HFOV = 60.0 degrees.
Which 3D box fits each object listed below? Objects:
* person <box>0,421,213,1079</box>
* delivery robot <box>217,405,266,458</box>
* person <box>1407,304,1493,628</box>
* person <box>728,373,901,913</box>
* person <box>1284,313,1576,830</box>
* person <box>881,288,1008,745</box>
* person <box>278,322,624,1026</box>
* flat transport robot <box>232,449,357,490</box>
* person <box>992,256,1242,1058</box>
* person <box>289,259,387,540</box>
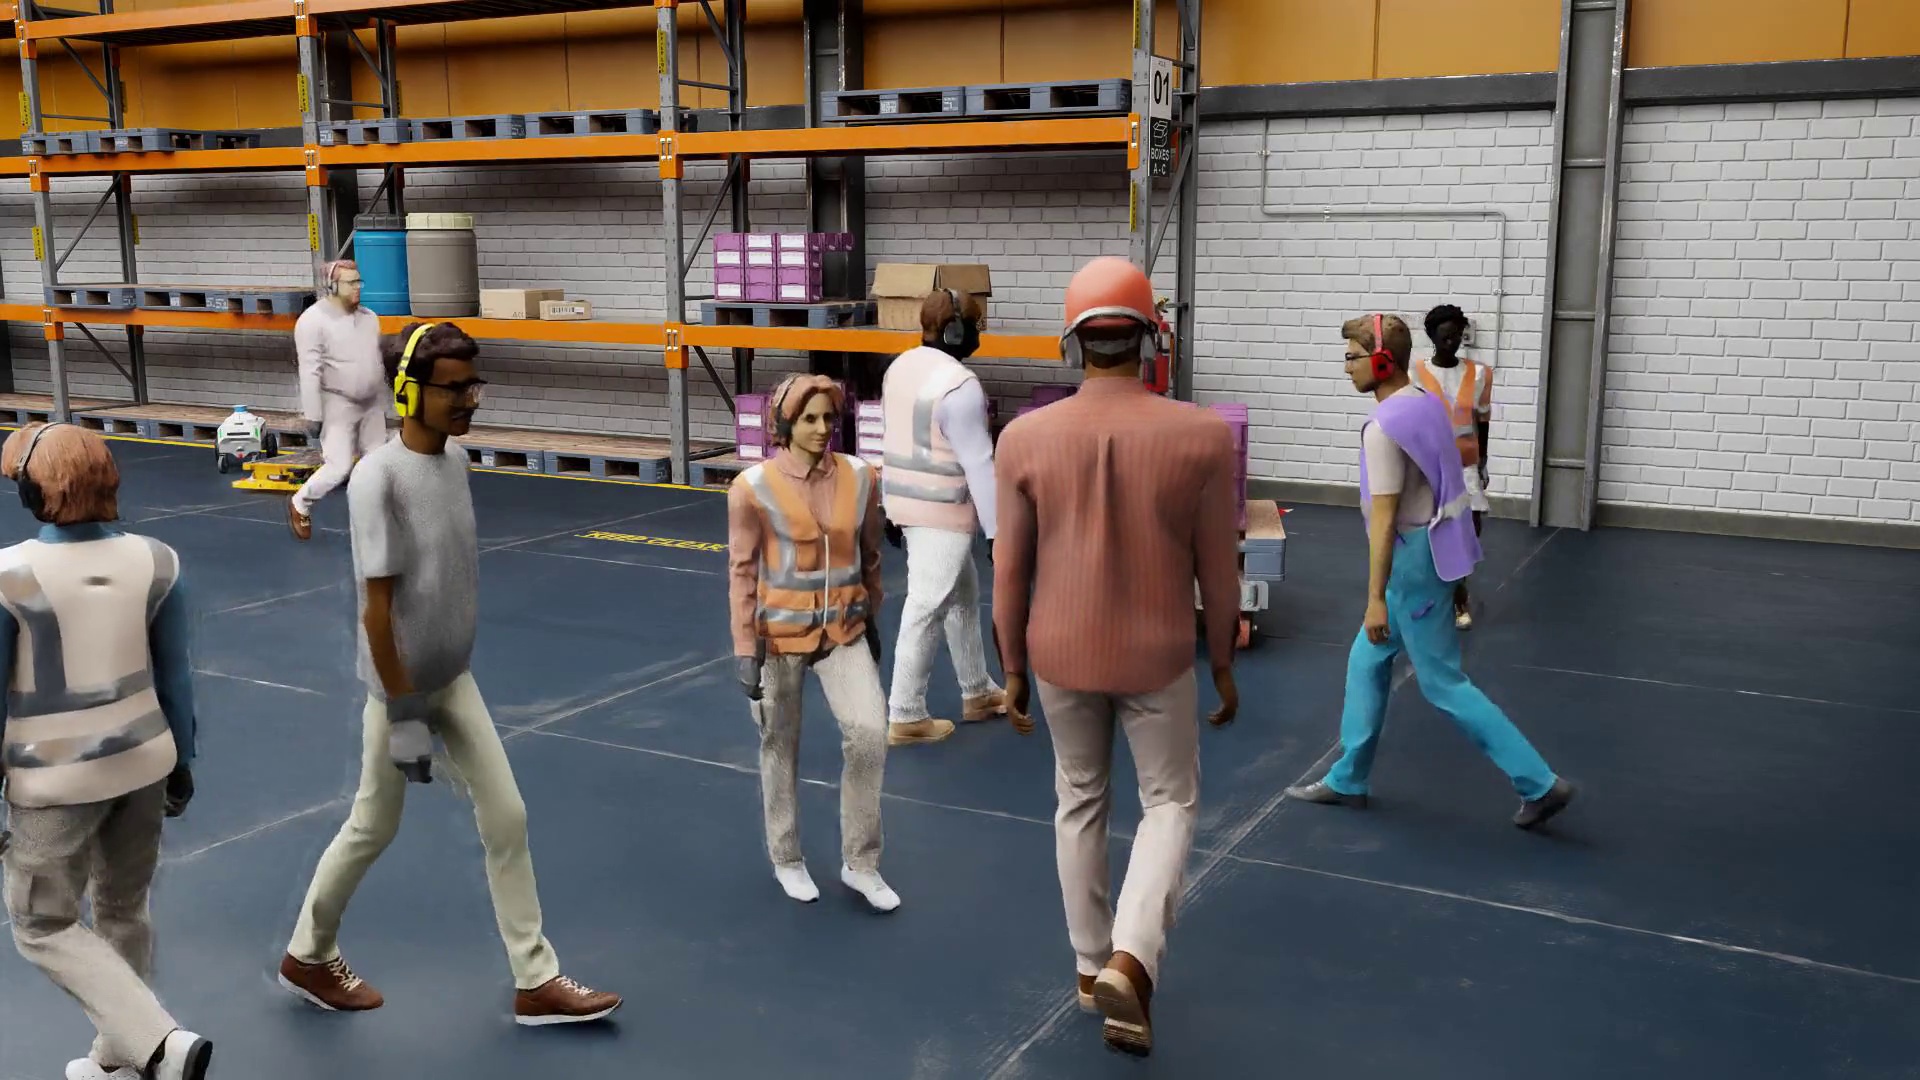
[{"bbox_3d":[-1.911,0.545,3.715,0.585,1.621,0.523,6,12,28],"label":"person"},{"bbox_3d":[-6.268,-0.937,14.525,0.477,0.478,0.707,-3,11,-18],"label":"delivery robot"},{"bbox_3d":[2.478,-0.366,8.570,0.552,1.675,0.554,0,10,-2],"label":"person"},{"bbox_3d":[-0.415,0.325,4.925,0.543,1.618,0.603,-6,12,-31],"label":"person"},{"bbox_3d":[1.630,0.124,5.648,0.941,1.784,0.586,5,11,25],"label":"person"},{"bbox_3d":[0.034,-0.093,6.689,0.818,1.811,0.664,-5,11,-25],"label":"person"},{"bbox_3d":[-1.382,0.362,4.218,0.942,1.827,0.529,3,11,16],"label":"person"},{"bbox_3d":[-5.265,-0.603,13.732,0.652,0.197,1.431,2,11,13],"label":"flat transport robot"},{"bbox_3d":[0.375,0.294,4.126,0.628,1.977,0.718,3,11,14],"label":"person"},{"bbox_3d":[-4.022,-0.869,10.783,0.709,1.887,0.652,5,11,26],"label":"person"}]
